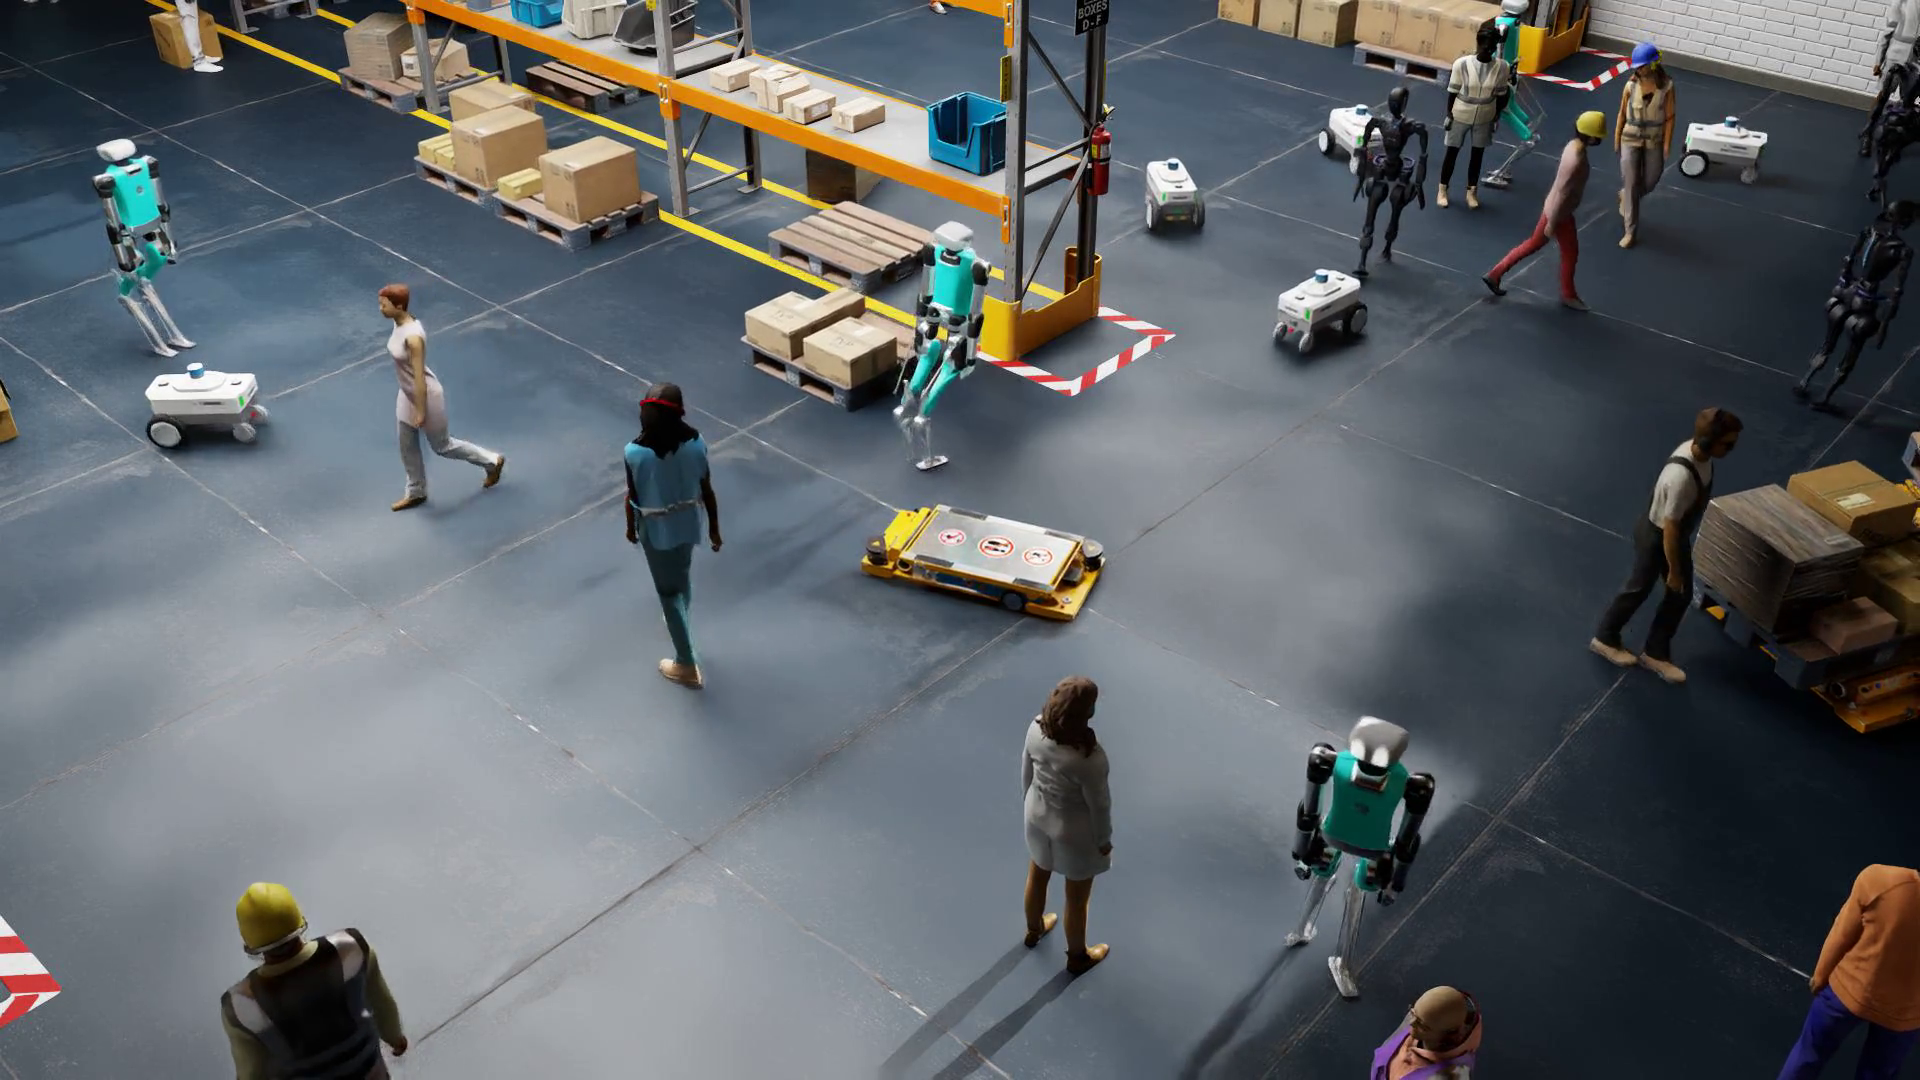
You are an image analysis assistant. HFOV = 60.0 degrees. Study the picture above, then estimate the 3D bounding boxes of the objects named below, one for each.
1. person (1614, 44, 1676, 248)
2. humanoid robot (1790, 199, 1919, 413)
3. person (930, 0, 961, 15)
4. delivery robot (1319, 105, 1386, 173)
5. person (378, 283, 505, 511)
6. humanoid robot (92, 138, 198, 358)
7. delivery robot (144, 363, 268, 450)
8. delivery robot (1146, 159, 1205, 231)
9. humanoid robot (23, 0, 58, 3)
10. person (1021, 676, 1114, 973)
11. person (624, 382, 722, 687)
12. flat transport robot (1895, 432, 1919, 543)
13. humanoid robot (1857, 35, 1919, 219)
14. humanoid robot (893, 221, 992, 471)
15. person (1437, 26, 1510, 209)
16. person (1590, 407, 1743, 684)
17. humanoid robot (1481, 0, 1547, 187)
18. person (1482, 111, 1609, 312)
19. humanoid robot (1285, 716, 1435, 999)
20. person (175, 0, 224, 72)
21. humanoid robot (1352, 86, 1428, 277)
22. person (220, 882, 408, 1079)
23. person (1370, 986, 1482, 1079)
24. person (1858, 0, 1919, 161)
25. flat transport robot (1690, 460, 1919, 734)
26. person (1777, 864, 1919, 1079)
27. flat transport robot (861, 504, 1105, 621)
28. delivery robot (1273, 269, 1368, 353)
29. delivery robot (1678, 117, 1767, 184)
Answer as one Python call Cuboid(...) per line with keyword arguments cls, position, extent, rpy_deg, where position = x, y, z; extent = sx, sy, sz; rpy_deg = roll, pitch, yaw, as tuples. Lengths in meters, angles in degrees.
Cuboid(cls="person", position=(5.973, -3.489, 14.588), extent=(0.487, 1.711, 0.701), rpy_deg=(9, 36, 12))
Cuboid(cls="humanoid robot", position=(6.468, -1.689, 12.017), extent=(0.388, 1.641, 0.589), rpy_deg=(-11, 36, -16))
Cuboid(cls="person", position=(-0.199, -7.265, 20.012), extent=(0.326, 1.767, 0.488), rpy_deg=(22, 40, 28))
Cuboid(cls="delivery robot", position=(3.896, -3.966, 16.296), extent=(0.499, 0.585, 0.775), rpy_deg=(-8, 35, -11))
Cuboid(cls="person", position=(-3.504, -0.963, 10.995), extent=(0.731, 1.636, 0.441), rpy_deg=(-23, 41, -29))
Cuboid(cls="humanoid robot", position=(-6.340, -2.247, 12.724), extent=(0.655, 1.743, 0.535), rpy_deg=(16, 38, 22))
Cuboid(cls="delivery robot", position=(-5.441, -0.998, 11.988), extent=(0.750, 0.575, 0.499), rpy_deg=(-1, 35, -1))
Cuboid(cls="delivery robot", position=(1.928, -3.164, 15.139), extent=(0.499, 0.591, 0.768), rpy_deg=(-4, 35, -5))
Cuboid(cls="humanoid robot", position=(-11.530, -7.457, 20.306), extent=(0.531, 1.747, 0.758), rpy_deg=(-17, 38, -23))
Cuboid(cls="person", position=(0.496, 1.301, 7.695), extent=(0.487, 1.663, 0.343), rpy_deg=(29, 44, 35))
Cuboid(cls="person", position=(-1.672, -0.079, 9.546), extent=(0.465, 1.834, 0.803), rpy_deg=(-23, 41, -30))
Cuboid(cls="flat transport robot", position=(6.791, -0.111, 10.971), extent=(1.431, 0.231, 0.659), rpy_deg=(4, 35, 5))
Cuboid(cls="humanoid robot", position=(8.536, -3.751, 15.047), extent=(0.584, 1.648, 0.731), rpy_deg=(-2, 35, -3))
Cuboid(cls="humanoid robot", position=(-0.191, -1.220, 11.324), extent=(0.548, 1.819, 0.750), rpy_deg=(23, 41, 29))
Cuboid(cls="person", position=(4.660, -3.838, 15.120), extent=(0.531, 1.693, 0.319), rpy_deg=(3, 35, 4))
Cuboid(cls="person", position=(4.037, 0.047, 9.381), extent=(0.687, 1.816, 0.508), rpy_deg=(29, 44, 35))
Cuboid(cls="humanoid robot", position=(5.209, -4.135, 15.438), extent=(0.698, 1.715, 0.530), rpy_deg=(18, 39, 25))
Cuboid(cls="person", position=(4.785, -2.675, 13.403), extent=(0.887, 1.717, 0.564), rpy_deg=(10, 36, 14))
Cuboid(cls="humanoid robot", position=(1.805, 1.364, 7.559), extent=(0.586, 1.787, 0.828), rpy_deg=(14, 37, 19))
Cuboid(cls="person", position=(-8.496, -6.110, 18.223), extent=(0.413, 1.908, 0.641), rpy_deg=(-13, 37, -18))
Cuboid(cls="humanoid robot", position=(3.609, -2.984, 13.926), extent=(0.611, 1.632, 0.753), rpy_deg=(14, 37, 20))
Cuboid(cls="person", position=(-2.444, 2.056, 6.461), extent=(0.622, 1.822, 0.548), rpy_deg=(-23, 41, -30))
Cuboid(cls="person", position=(1.695, 2.272, 6.263), extent=(0.347, 1.694, 0.487), rpy_deg=(-3, 35, -5))
Cuboid(cls="person", position=(9.146, -4.636, 16.076), extent=(0.546, 1.923, 0.386), rpy_deg=(15, 37, 20))
Cuboid(cls="flat transport robot", position=(5.129, 0.588, 9.959), extent=(0.659, 0.231, 1.431), rpy_deg=(-12, 36, -17))
Cuboid(cls="person", position=(3.713, 1.818, 6.686), extent=(0.515, 1.972, 0.405), rpy_deg=(20, 39, 26))
Cuboid(cls="flat transport robot", position=(0.152, 0.118, 10.639), extent=(1.431, 0.231, 0.659), rpy_deg=(13, 37, 18))
Cuboid(cls="delivery robot", position=(2.870, -1.869, 13.276), extent=(0.801, 0.606, 0.499), rpy_deg=(-27, 43, -33))
Cuboid(cls="delivery robot", position=(7.357, -3.780, 16.029), extent=(0.788, 0.587, 0.499), rpy_deg=(14, 37, 20))
